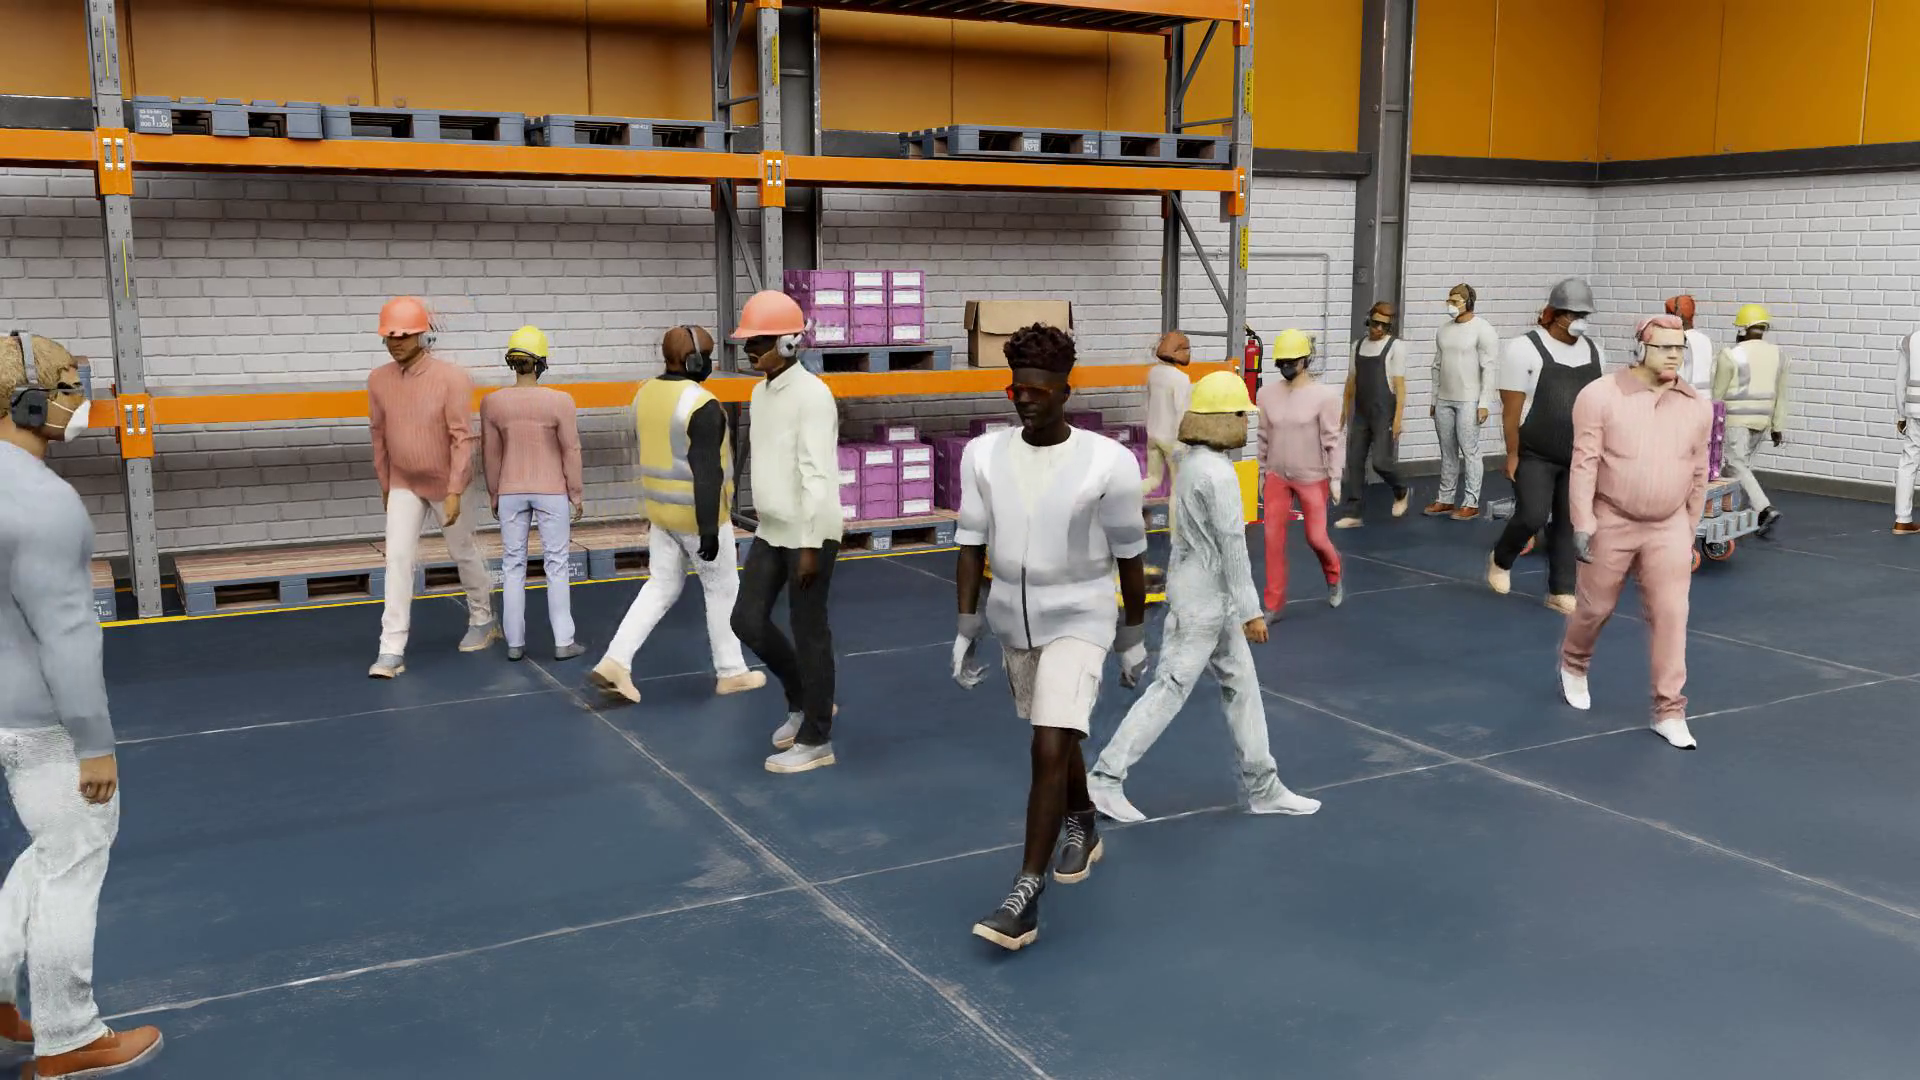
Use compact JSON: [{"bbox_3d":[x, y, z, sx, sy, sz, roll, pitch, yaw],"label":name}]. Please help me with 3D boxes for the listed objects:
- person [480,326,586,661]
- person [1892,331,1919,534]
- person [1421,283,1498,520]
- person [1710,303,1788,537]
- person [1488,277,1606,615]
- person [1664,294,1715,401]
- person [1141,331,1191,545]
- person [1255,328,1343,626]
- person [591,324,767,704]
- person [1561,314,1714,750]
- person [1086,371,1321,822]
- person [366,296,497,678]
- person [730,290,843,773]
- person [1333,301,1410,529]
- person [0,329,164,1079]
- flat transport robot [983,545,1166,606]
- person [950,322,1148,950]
[{"bbox_3d":[-2.237,-0.234,8.740,0.524,1.769,0.308,0,9,1],"label":"person"},{"bbox_3d":[7.456,-0.951,12.753,0.354,1.883,0.576,-5,10,-26],"label":"person"},{"bbox_3d":[4.116,-1.134,13.699,0.357,1.937,0.637,-5,11,-28],"label":"person"},{"bbox_3d":[6.137,-0.935,12.920,0.593,1.801,0.849,-3,10,-16],"label":"person"},{"bbox_3d":[3.548,-0.573,9.969,0.686,2.000,0.652,-2,10,-13],"label":"person"},{"bbox_3d":[5.525,-0.930,12.677,0.602,1.866,0.455,-6,11,-33],"label":"person"},{"bbox_3d":[1.450,-0.734,12.253,0.704,1.607,0.532,-5,11,-28],"label":"person"},{"bbox_3d":[2.016,-0.381,9.754,0.544,1.736,0.758,6,11,34],"label":"person"},{"bbox_3d":[-1.343,-0.116,7.888,0.632,1.812,0.861,9,13,44],"label":"person"},{"bbox_3d":[3.035,-0.079,7.473,0.645,1.874,0.909,1,9,4],"label":"person"},{"bbox_3d":[0.881,0.220,6.179,0.910,1.700,0.481,0,9,2],"label":"person"},{"bbox_3d":[-2.770,-0.299,8.668,0.612,1.937,1.025,2,9,9],"label":"person"},{"bbox_3d":[-0.705,-0.020,6.803,0.433,1.980,0.631,-7,12,-36],"label":"person"},{"bbox_3d":[3.300,-0.982,13.175,0.585,1.817,0.593,-7,12,-37],"label":"person"},{"bbox_3d":[-2.291,0.438,4.169,0.646,1.920,0.451,9,13,43],"label":"person"},{"bbox_3d":[0.667,0.207,10.595,0.652,0.197,1.431,-5,11,-28],"label":"flat transport robot"},{"bbox_3d":[0.283,0.264,5.300,0.591,1.908,1.029,5,11,29],"label":"person"}]
